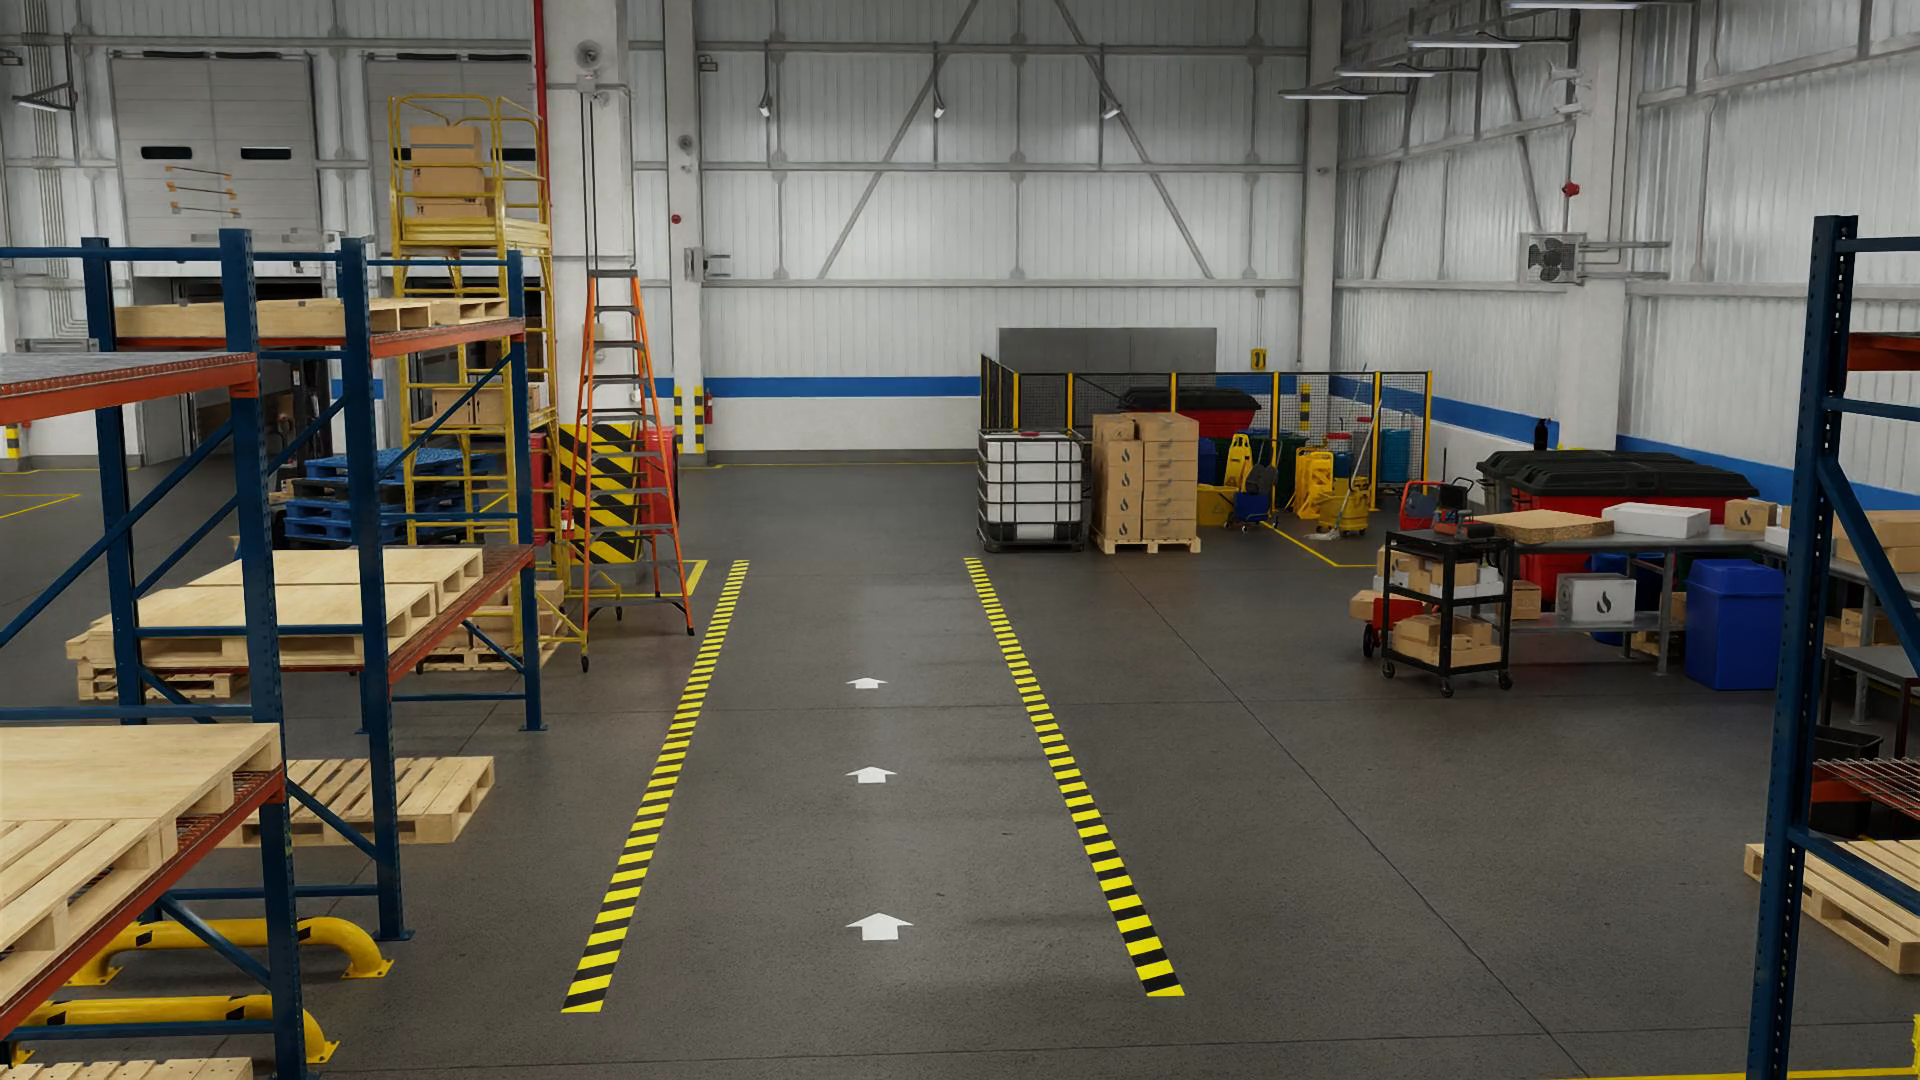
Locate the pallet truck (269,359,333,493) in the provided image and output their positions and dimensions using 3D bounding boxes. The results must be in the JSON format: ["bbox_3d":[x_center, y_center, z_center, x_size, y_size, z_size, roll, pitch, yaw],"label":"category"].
[{"bbox_3d":[-7.062,-1.131,18.996,1.885,1.965,0.823,2,9,13],"label":"pallet truck"}]
